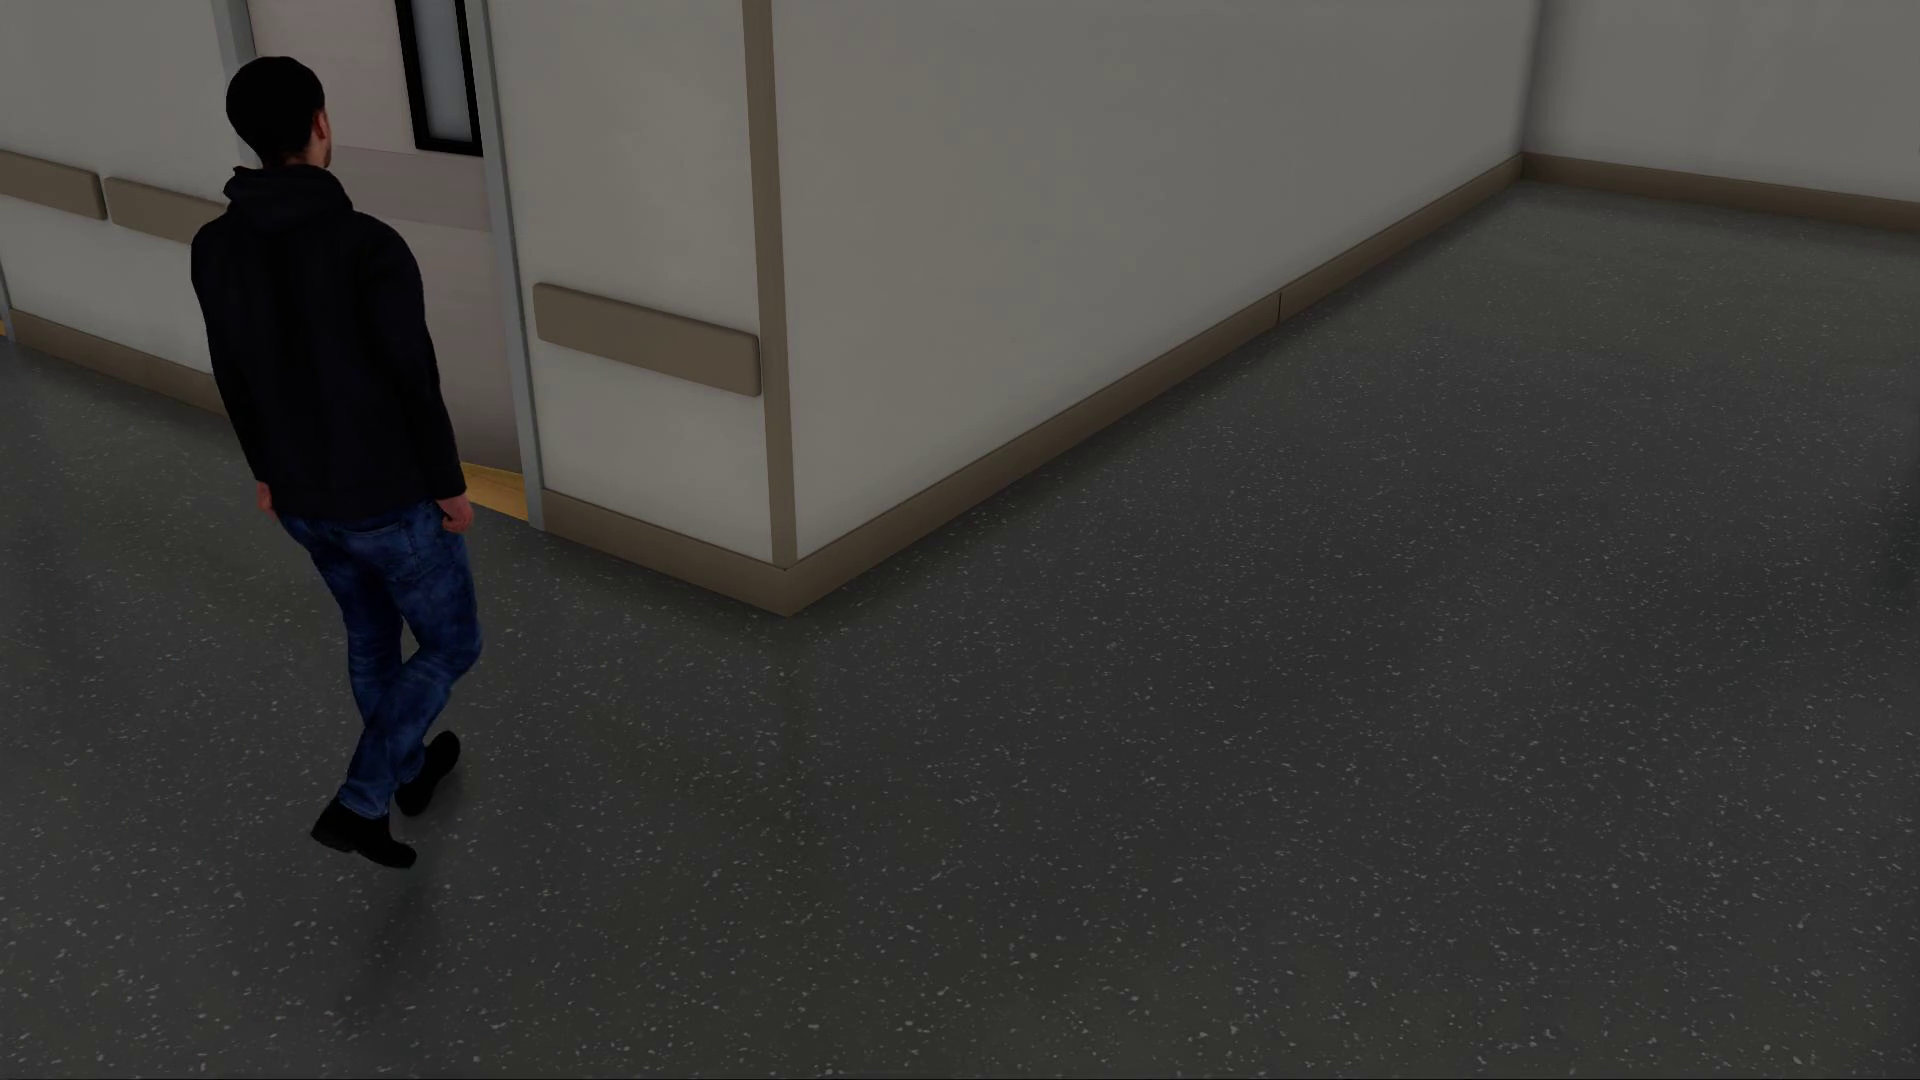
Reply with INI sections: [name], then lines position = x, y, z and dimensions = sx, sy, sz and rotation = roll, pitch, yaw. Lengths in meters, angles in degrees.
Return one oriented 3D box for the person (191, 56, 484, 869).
[person]
position = -1.361, -0.089, 3.690
dimensions = 0.881, 1.877, 1.056
rotation = 7, 27, 14
